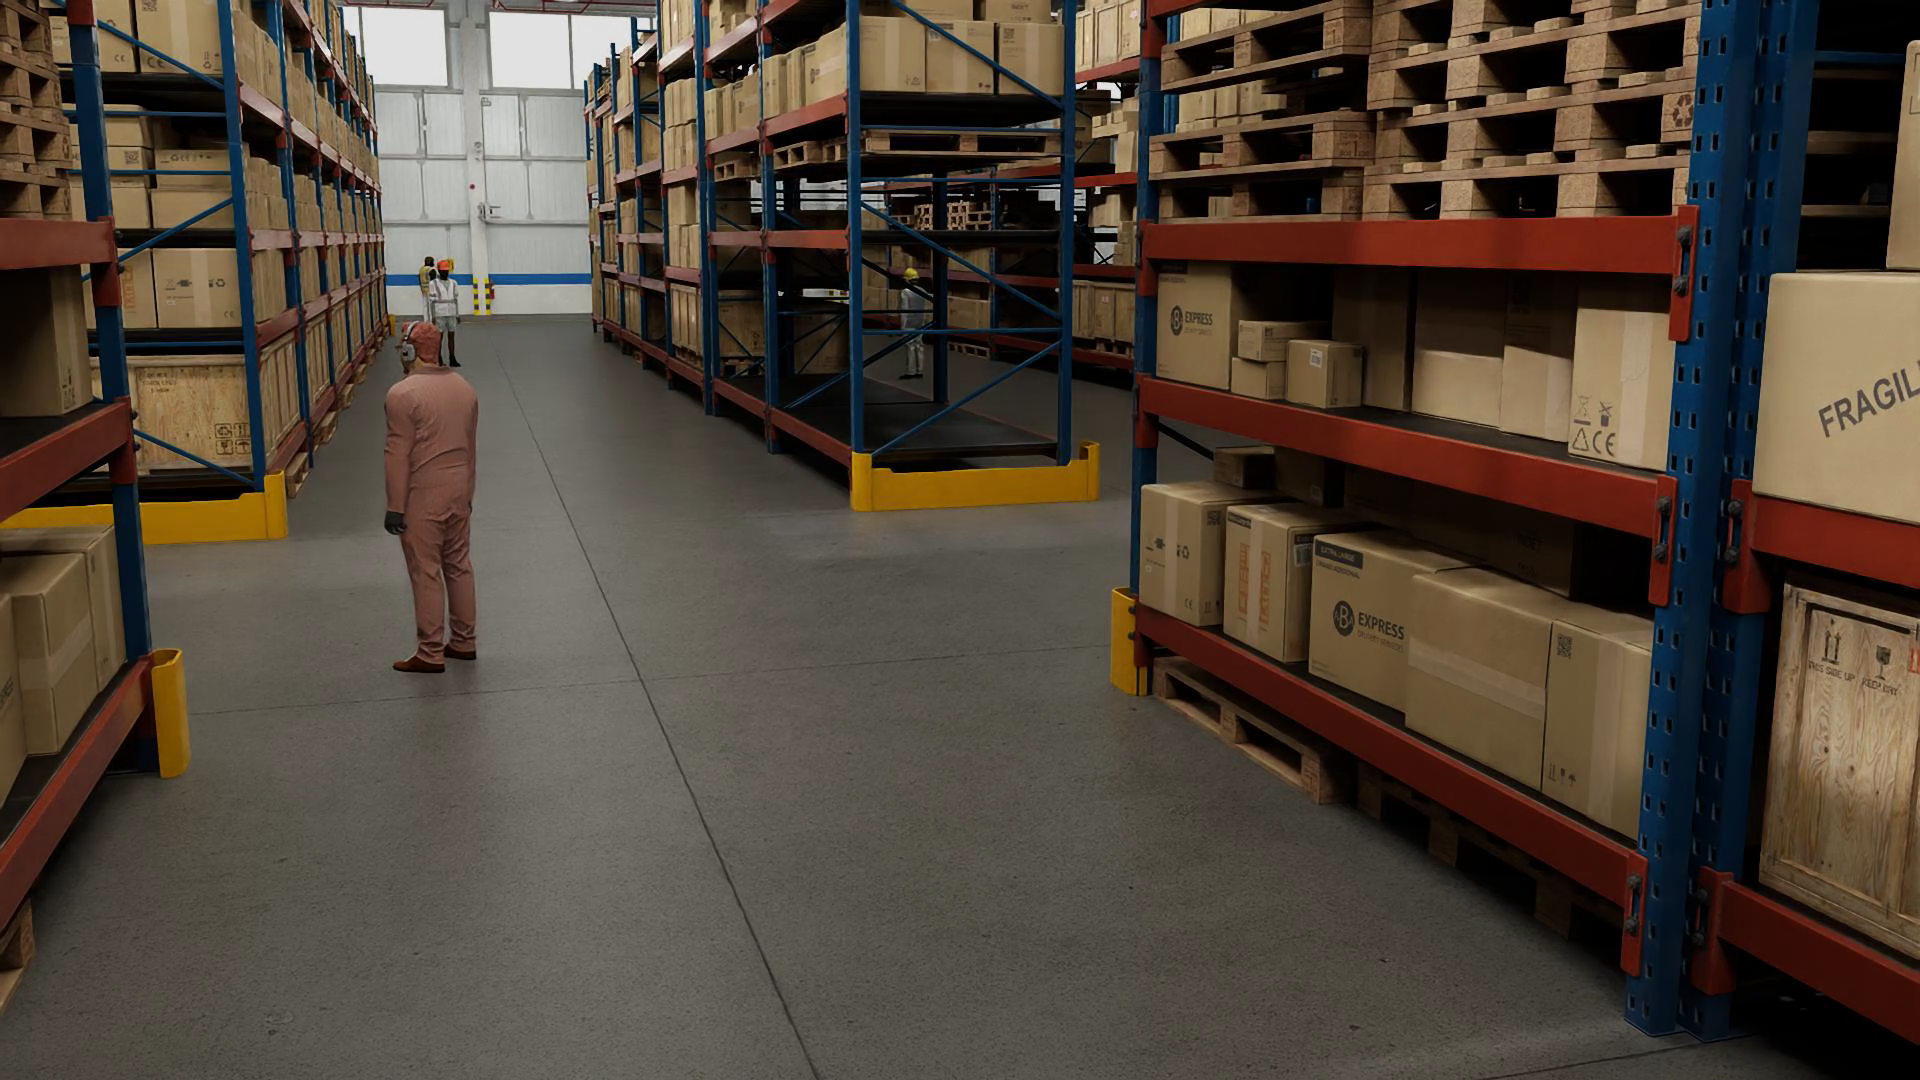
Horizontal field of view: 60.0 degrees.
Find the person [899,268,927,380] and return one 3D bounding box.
[{"bbox_3d":[-0.798,-3.546,27.383,0.404,1.833,0.590,8,13,37],"label":"person"}]

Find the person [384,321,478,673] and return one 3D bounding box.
[{"bbox_3d":[-2.892,-0.234,9.054,0.399,1.902,0.642,4,11,21],"label":"person"}]

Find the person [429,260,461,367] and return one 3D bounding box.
[{"bbox_3d":[-9.285,-4.084,30.043,0.553,1.935,0.361,-10,14,-43],"label":"person"}]

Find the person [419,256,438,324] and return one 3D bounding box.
[{"bbox_3d":[-13.844,-6.480,43.459,0.629,1.836,0.429,8,13,39],"label":"person"}]
